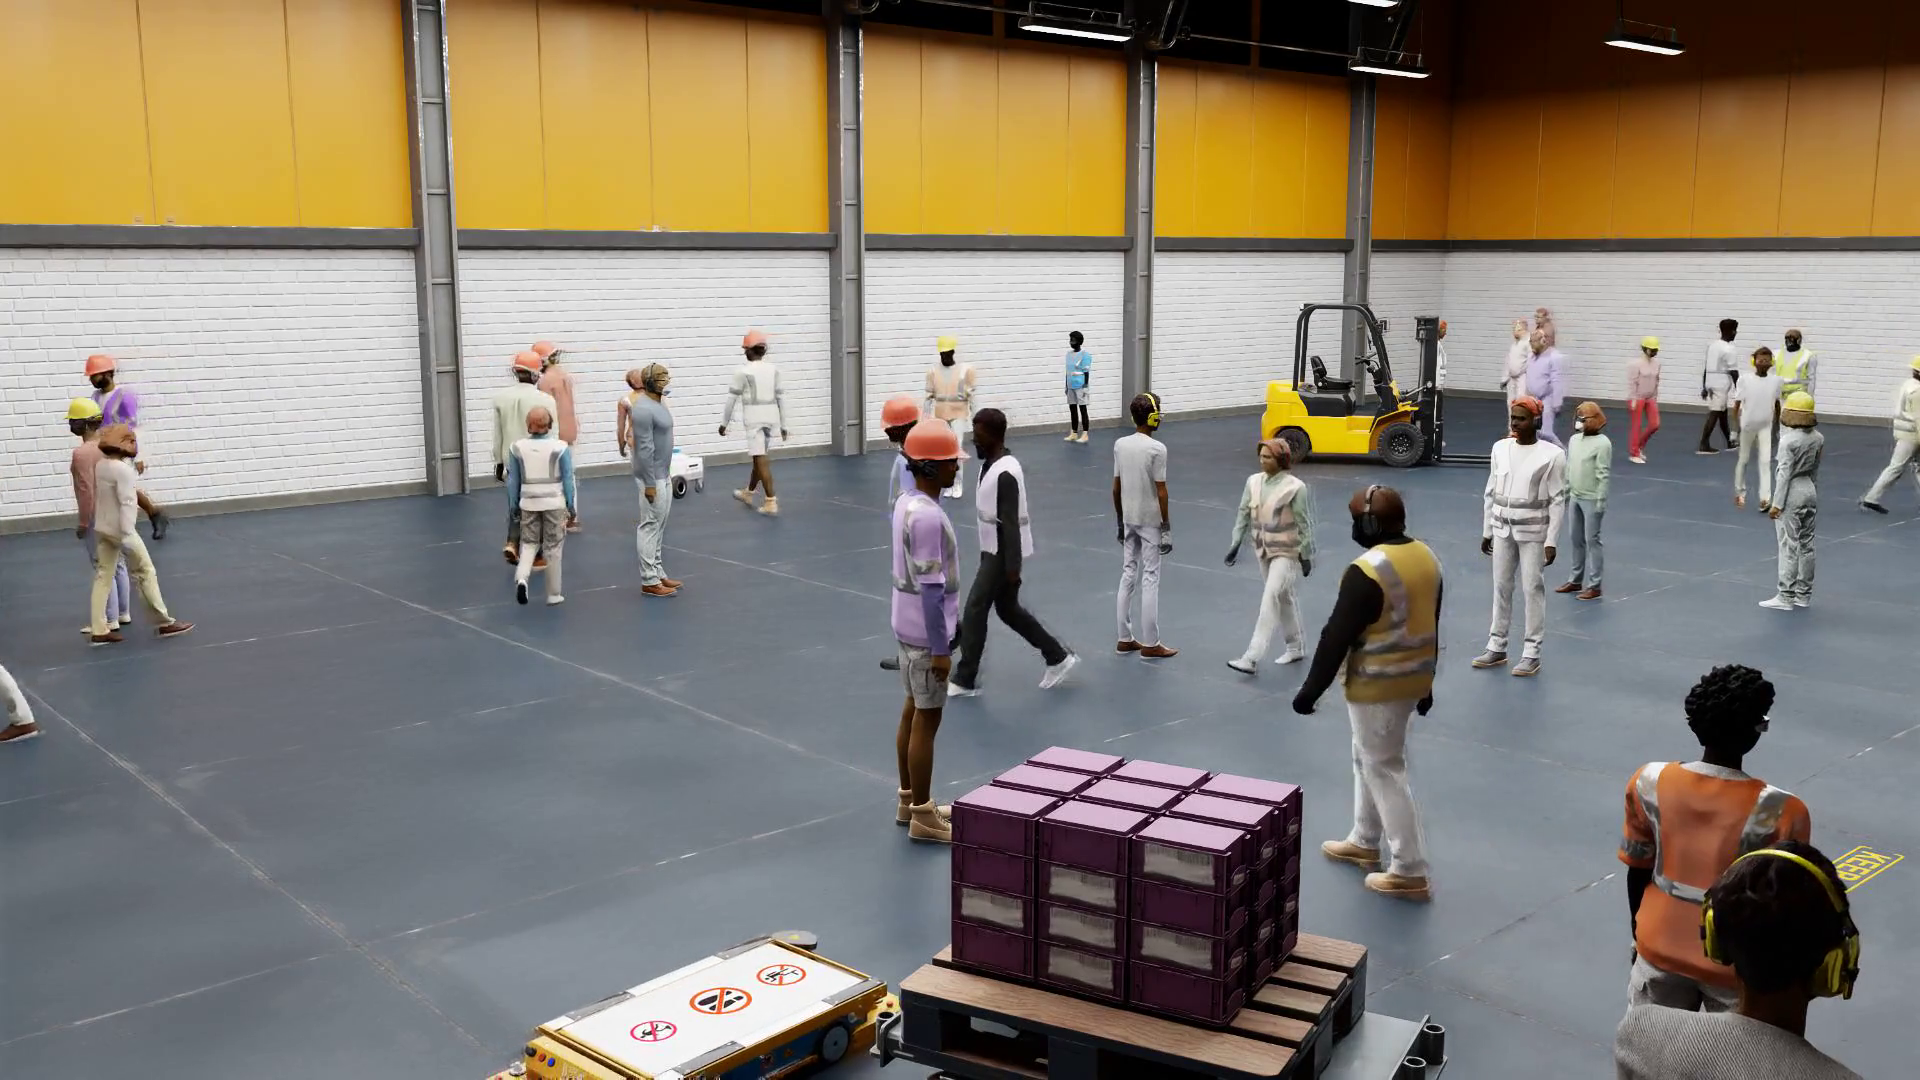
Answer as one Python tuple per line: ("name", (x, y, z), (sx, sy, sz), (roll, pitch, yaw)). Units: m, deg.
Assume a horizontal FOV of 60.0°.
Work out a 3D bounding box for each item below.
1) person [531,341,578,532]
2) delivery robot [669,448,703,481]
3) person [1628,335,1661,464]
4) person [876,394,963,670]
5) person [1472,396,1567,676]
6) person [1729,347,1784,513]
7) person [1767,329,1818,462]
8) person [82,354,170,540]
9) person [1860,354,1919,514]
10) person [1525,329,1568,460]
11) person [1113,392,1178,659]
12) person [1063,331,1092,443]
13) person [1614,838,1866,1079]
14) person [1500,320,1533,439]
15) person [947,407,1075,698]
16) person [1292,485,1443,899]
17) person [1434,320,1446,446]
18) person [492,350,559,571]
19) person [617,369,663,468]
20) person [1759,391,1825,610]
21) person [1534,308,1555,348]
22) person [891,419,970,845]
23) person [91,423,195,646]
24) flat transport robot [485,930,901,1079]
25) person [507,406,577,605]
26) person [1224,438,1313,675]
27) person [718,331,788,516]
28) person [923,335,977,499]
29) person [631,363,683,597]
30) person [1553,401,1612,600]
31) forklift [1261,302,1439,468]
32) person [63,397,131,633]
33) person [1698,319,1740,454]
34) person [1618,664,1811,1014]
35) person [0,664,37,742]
("person", (-4.142, -1.050, 16.987), (0.551, 1.948, 0.633), (3, 10, 19))
("delivery robot", (-3.348, -0.842, 19.587), (0.477, 0.478, 0.707), (5, 11, 27))
("person", (9.281, -1.899, 22.540), (0.531, 1.748, 0.361), (-3, 10, -17))
("person", (-0.278, -0.038, 11.219), (0.568, 1.905, 0.547), (0, 10, 1))
("person", (3.776, -0.029, 11.220), (0.355, 1.883, 0.573), (-8, 12, -38))
("person", (8.802, -1.217, 18.371), (0.568, 1.813, 1.001), (2, 10, 12))
("person", (11.287, -1.966, 22.770), (0.792, 1.816, 0.641), (-8, 12, -37))
("person", (-8.091, -0.870, 16.149), (0.559, 1.895, 0.950), (5, 11, 26))
("person", (10.313, -1.140, 18.021), (0.942, 1.787, 0.614), (4, 11, 23))
("person", (7.506, -1.759, 21.345), (0.510, 1.882, 0.675), (-4, 10, -21))
("person", (1.297, -0.101, 11.677), (0.329, 1.872, 0.507), (-8, 13, -41))
("person", (1.771, -2.310, 25.133), (0.318, 1.692, 0.533), (-7, 12, -36))
("person", (1.338, 1.413, 2.818), (0.329, 1.871, 0.507), (-8, 13, -41))
("person", (8.522, -2.402, 25.225), (0.413, 1.854, 0.755), (-1, 10, -8))
("person", (0.284, 0.077, 10.637), (0.949, 1.873, 0.607), (-2, 10, -9))
("person", (1.868, 0.664, 7.367), (0.630, 1.810, 0.652), (9, 13, 41))
("person", (7.046, -2.334, 24.711), (0.356, 1.884, 0.572), (1, 10, 5))
("person", (-3.849, -0.703, 14.859), (0.649, 1.980, 0.436), (2, 10, 14))
("person", (-3.404, -1.018, 17.761), (0.531, 1.608, 0.686), (-5, 11, -25))
("person", (6.651, -0.313, 13.284), (0.483, 1.745, 0.301), (-5, 11, -29))
("person", (10.687, -3.305, 30.446), (0.717, 1.866, 0.663), (0, 10, 0))
("person", (-0.139, 0.436, 8.024), (0.378, 2.045, 0.605), (-2, 10, -12))
("person", (-6.049, -0.054, 12.166), (0.502, 1.600, 0.761), (7, 12, 34))
("flat transport robot", (-0.882, 1.710, 5.746), (0.652, 0.197, 1.431), (8, 13, 41))
("person", (-3.348, -0.254, 13.288), (0.527, 1.626, 0.476), (0, 10, 2))
("person", (2.090, 0.110, 11.256), (0.864, 1.592, 0.530), (-6, 11, -32))
("person", (-2.282, -1.289, 18.282), (1.044, 1.989, 0.626), (9, 13, 44))
("person", (-0.131, -1.422, 19.289), (0.632, 1.903, 0.590), (3, 10, 18))
("person", (-2.525, -0.503, 13.827), (0.373, 1.940, 0.628), (0, 10, 2))
("person", (5.153, -0.328, 13.715), (0.279, 1.629, 0.510), (-3, 10, -14))
("forklift", (5.320, -2.157, 22.763), (2.313, 2.155, 1.214), (3, 10, 16))
("person", (-6.481, -0.184, 12.465), (0.324, 1.769, 0.523), (0, 10, -3))
("person", (10.945, -2.177, 23.663), (0.914, 1.923, 0.613), (-1, 10, -6))
("person", (2.111, 1.182, 4.675), (0.319, 1.696, 0.532), (-8, 13, -41))
("person", (-5.799, 0.408, 9.520), (0.859, 1.586, 0.501), (-5, 11, -25))
